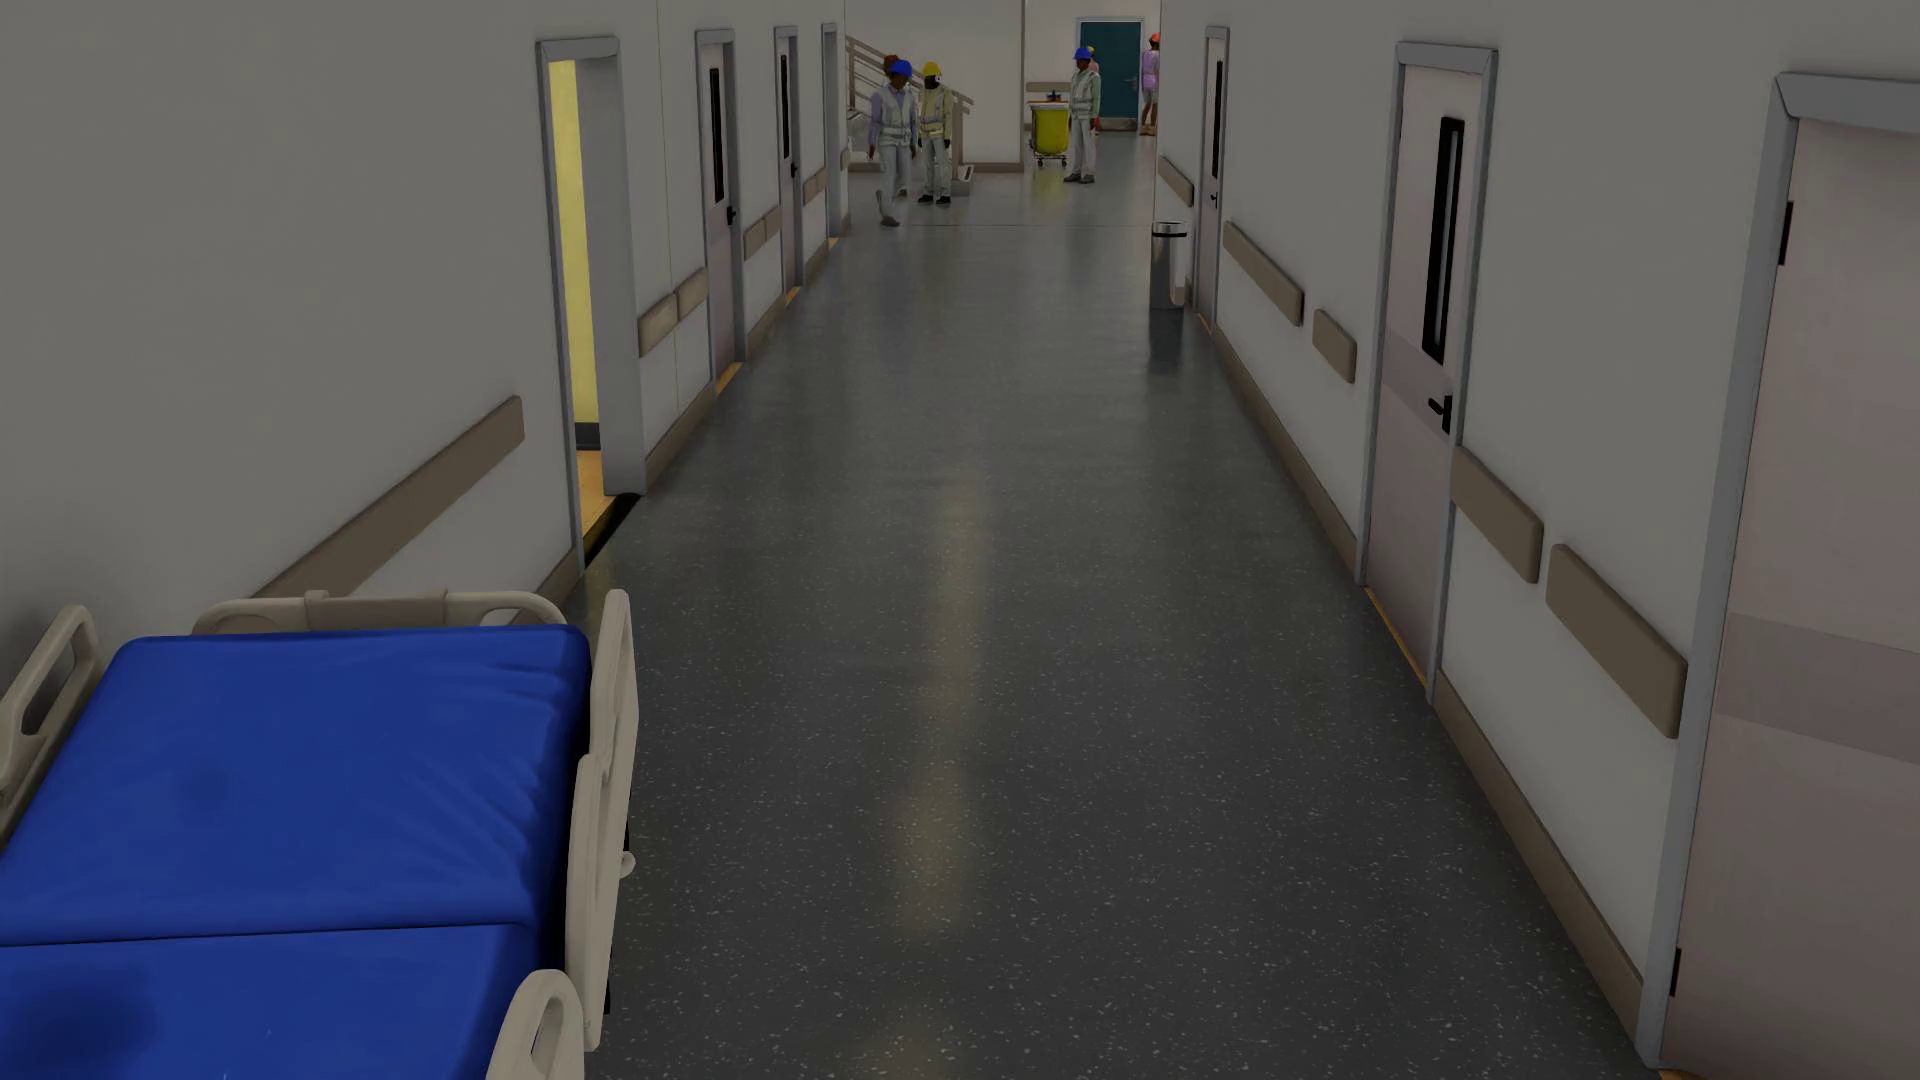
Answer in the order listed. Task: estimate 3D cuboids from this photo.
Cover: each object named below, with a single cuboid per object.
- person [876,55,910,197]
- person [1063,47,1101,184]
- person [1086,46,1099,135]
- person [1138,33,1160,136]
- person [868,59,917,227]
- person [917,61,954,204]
[{"bbox_3d":[-0.912,-5.619,22.612,0.354,1.881,0.576,-14,23,-38],"label":"person"},{"bbox_3d":[1.804,-6.225,24.405,0.389,1.949,0.604,-13,22,-34],"label":"person"},{"bbox_3d":[2.631,-9.111,33.777,0.325,1.765,0.530,12,21,33],"label":"person"},{"bbox_3d":[3.910,-9.208,33.657,0.408,2.026,0.627,-11,21,-31],"label":"person"},{"bbox_3d":[-0.845,-4.700,19.691,0.711,1.917,0.674,-13,22,-35],"label":"person"},{"bbox_3d":[-0.345,-5.327,21.802,0.588,1.823,0.404,15,23,38],"label":"person"}]
